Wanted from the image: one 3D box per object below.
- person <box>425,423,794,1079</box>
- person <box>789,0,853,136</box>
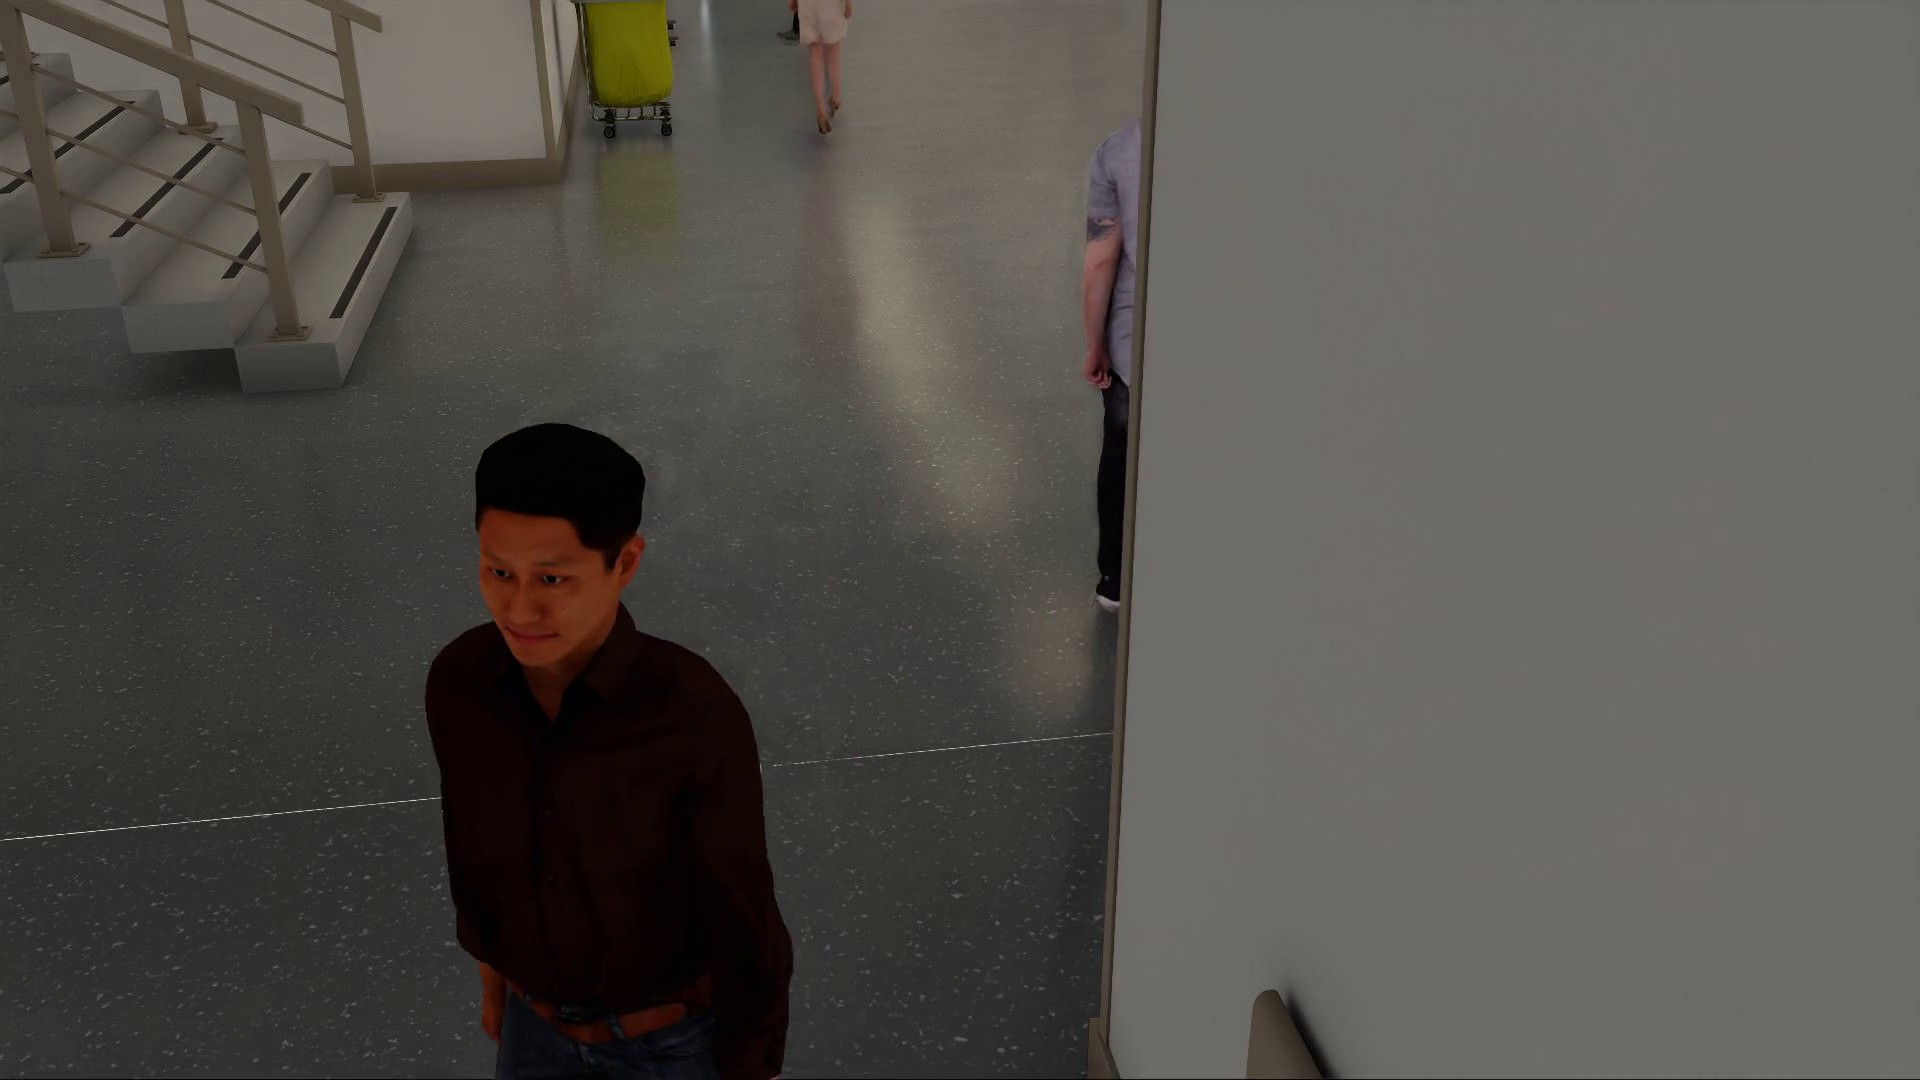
[{"bbox_3d":[-0.445,0.630,2.378,1.076,1.742,0.991,6,26,12],"label":"person"},{"bbox_3d":[-0.938,-3.550,11.117,1.122,1.681,0.823,0,26,1],"label":"person"}]
